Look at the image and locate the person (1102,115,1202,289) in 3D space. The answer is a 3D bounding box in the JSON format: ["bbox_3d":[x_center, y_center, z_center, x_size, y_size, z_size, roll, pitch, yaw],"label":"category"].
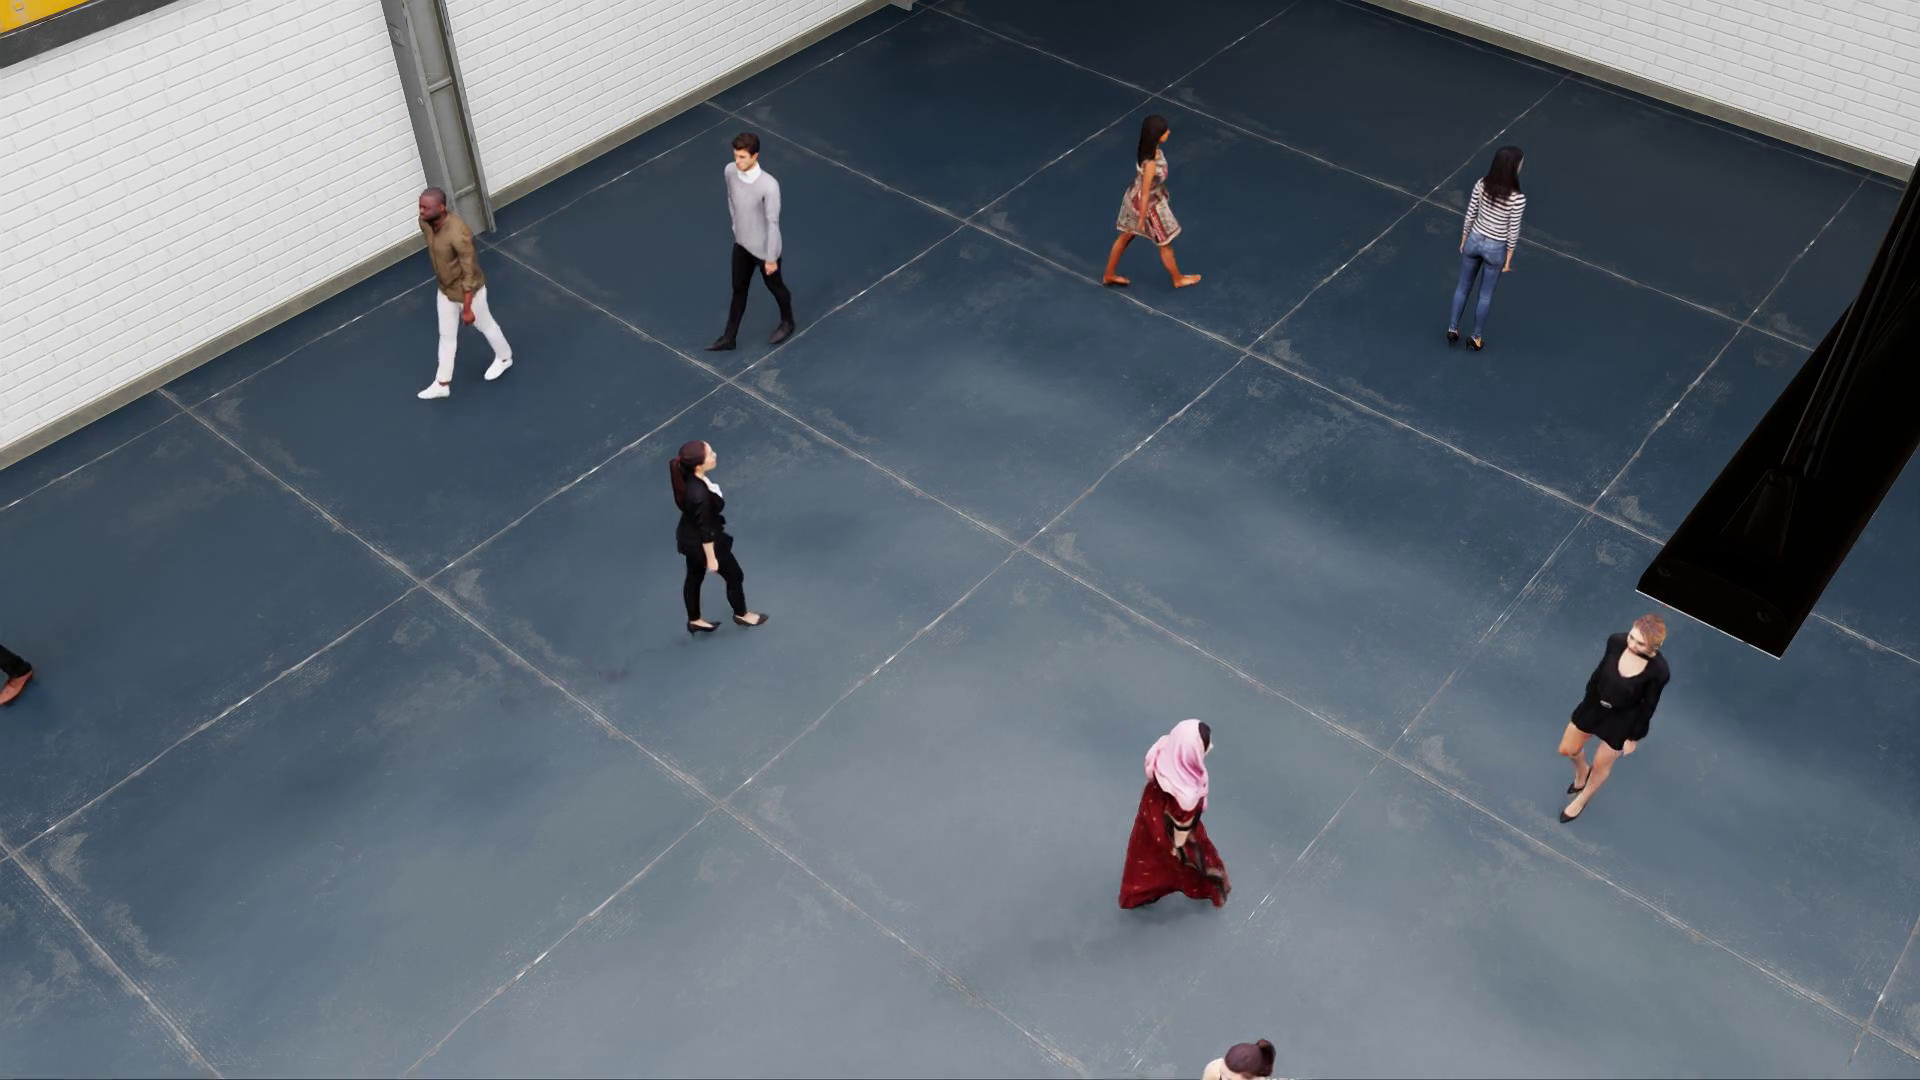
[{"bbox_3d":[1.437,-2.750,13.722,1.108,1.607,1.067,-3,44,-3],"label":"person"}]

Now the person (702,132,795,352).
[{"bbox_3d":[-1.531,-2.372,13.118,0.783,1.892,1.070,28,50,26],"label":"person"}]

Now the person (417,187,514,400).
[{"bbox_3d":[-3.756,-1.951,12.749,0.797,1.792,1.103,27,50,25],"label":"person"}]

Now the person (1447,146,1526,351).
[{"bbox_3d":[4.133,-2.270,13.083,0.575,1.794,0.494,32,52,29],"label":"person"}]

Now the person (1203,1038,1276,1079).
[{"bbox_3d":[1.346,2.797,7.920,0.593,1.578,0.966,26,50,25],"label":"person"}]

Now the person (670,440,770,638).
[{"bbox_3d":[-1.739,0.048,10.758,0.876,1.644,0.769,-21,47,-20],"label":"person"}]

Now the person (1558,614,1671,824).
[{"bbox_3d":[3.832,1.009,9.667,0.675,1.758,0.652,-27,50,-26],"label":"person"}]

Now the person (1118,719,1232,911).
[{"bbox_3d":[1.096,1.546,9.194,1.043,1.632,0.930,-12,45,-13],"label":"person"}]
